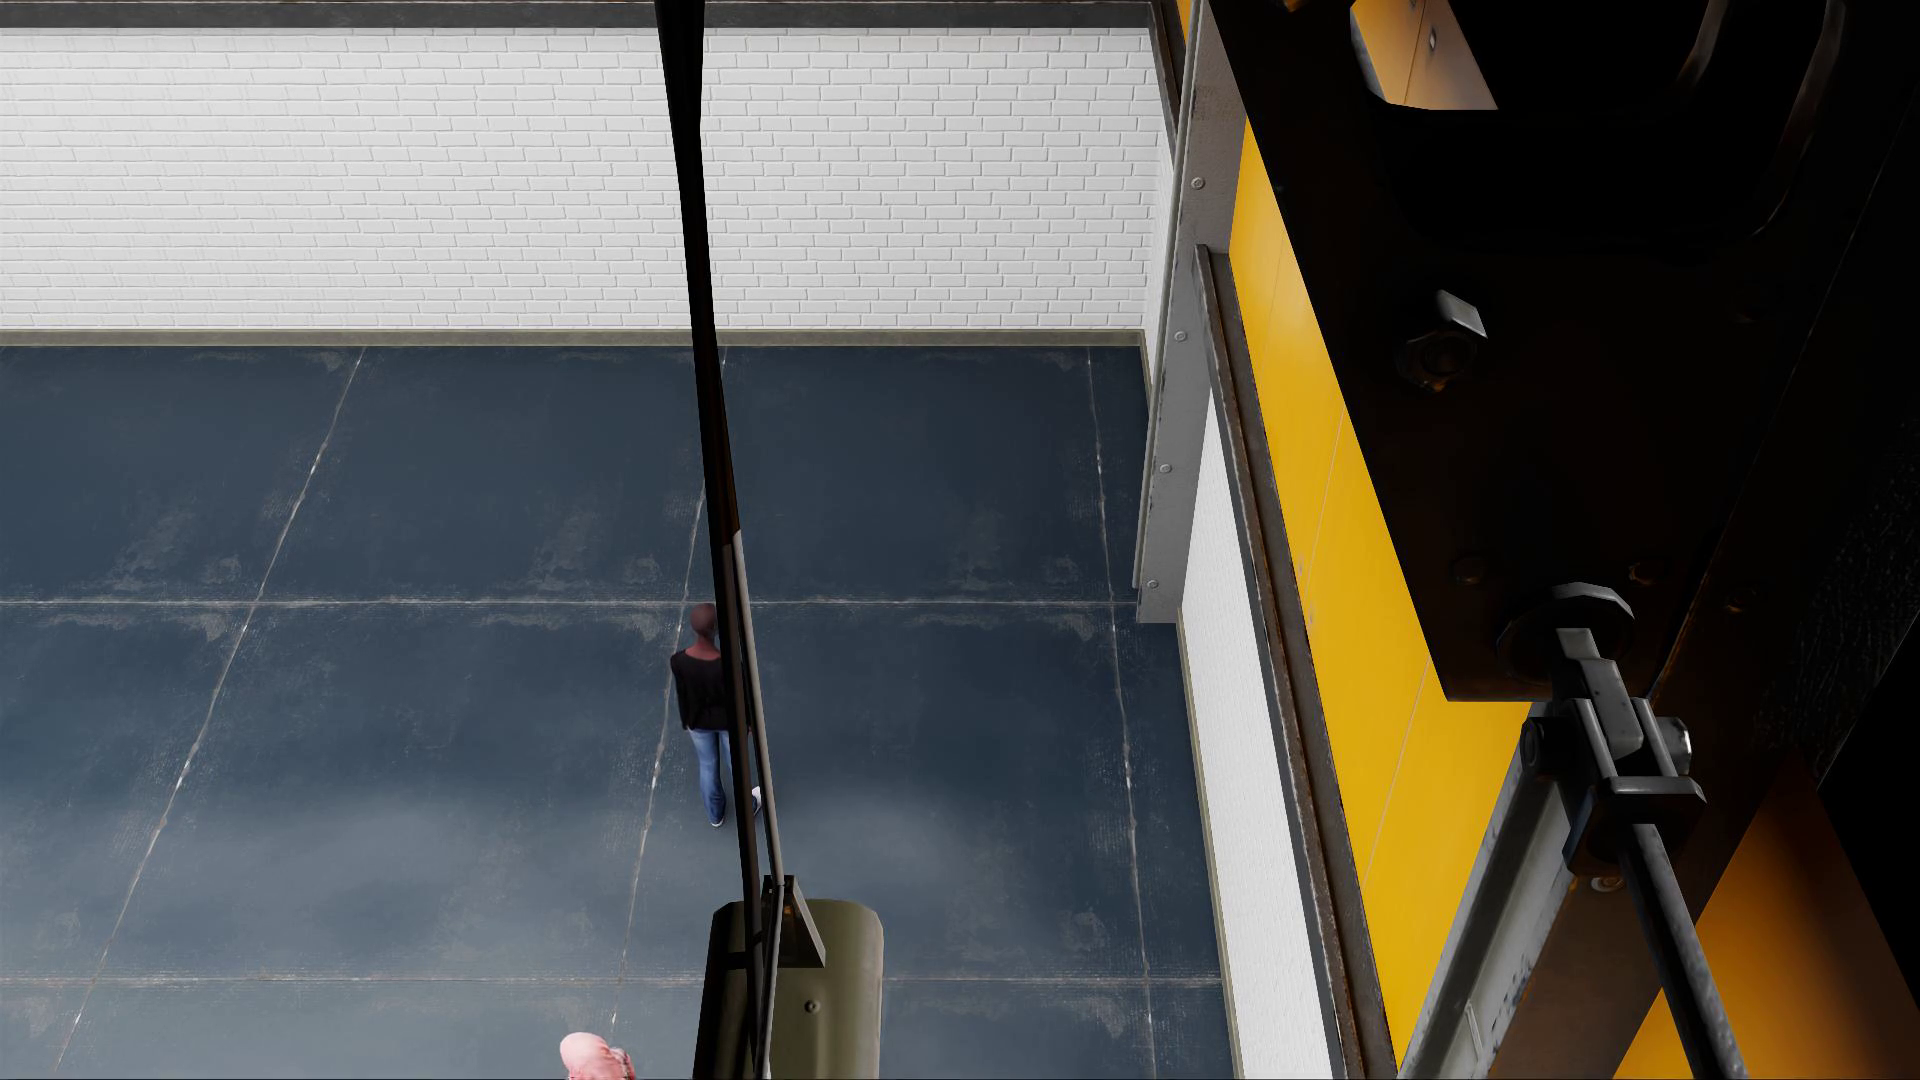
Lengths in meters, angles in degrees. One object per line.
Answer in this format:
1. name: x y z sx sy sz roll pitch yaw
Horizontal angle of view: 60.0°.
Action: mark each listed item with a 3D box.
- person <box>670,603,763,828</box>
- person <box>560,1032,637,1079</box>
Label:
1. person: -1.428 1.051 9.746 0.602 1.744 0.549 2 44 3
2. person: -1.548 2.882 7.791 0.792 1.789 0.690 13 45 13
